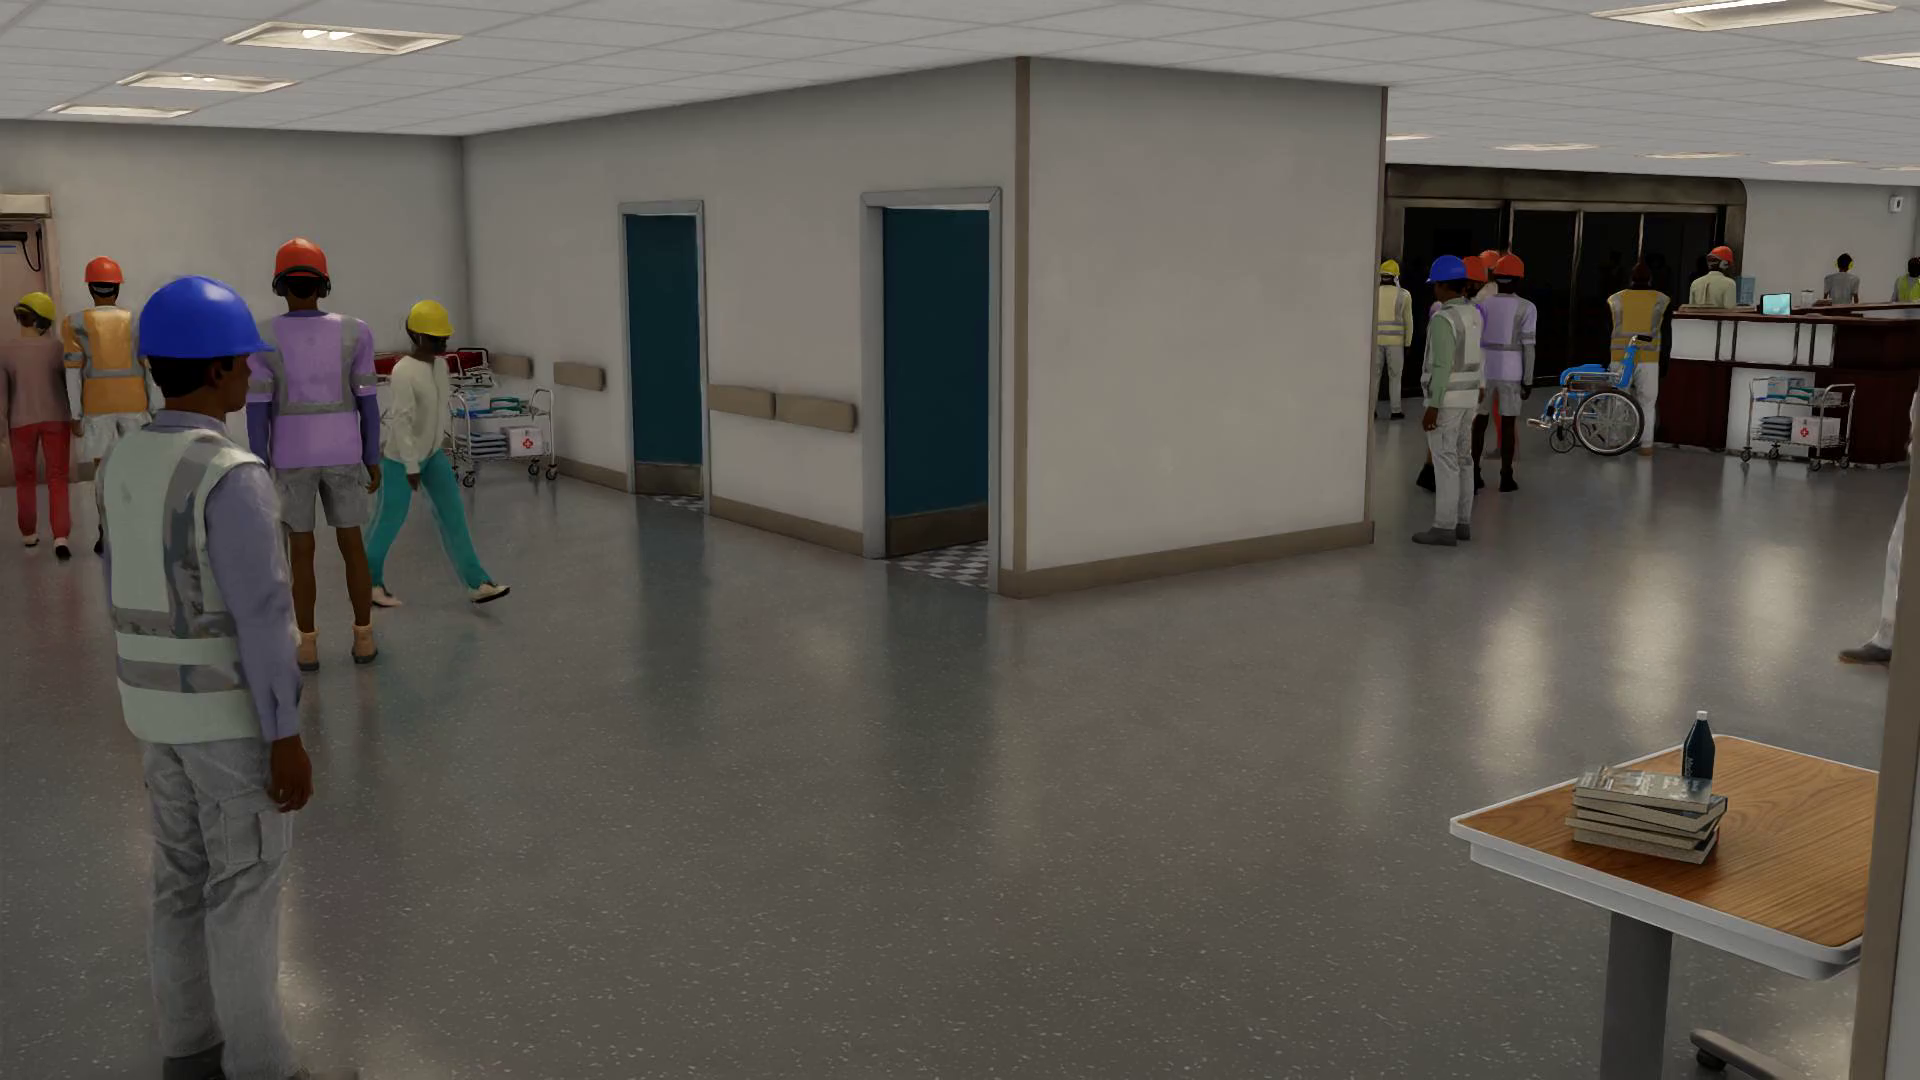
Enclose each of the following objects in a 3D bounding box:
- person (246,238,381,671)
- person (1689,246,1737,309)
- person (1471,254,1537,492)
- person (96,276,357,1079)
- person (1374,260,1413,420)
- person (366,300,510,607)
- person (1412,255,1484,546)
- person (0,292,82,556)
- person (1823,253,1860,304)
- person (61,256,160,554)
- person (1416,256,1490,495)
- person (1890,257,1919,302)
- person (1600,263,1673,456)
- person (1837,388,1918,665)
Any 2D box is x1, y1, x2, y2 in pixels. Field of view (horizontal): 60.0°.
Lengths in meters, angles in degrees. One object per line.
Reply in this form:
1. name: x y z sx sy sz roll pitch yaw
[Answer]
1. person: -3.070 -0.399 7.910 0.605 2.045 0.379 -6 12 -30
2. person: 8.616 -2.353 19.018 0.394 1.985 0.608 -5 11 -26
3. person: 4.416 -1.354 13.593 0.545 1.933 0.385 6 12 30
4. person: -1.693 0.383 3.813 0.614 1.941 0.411 8 13 37
5. person: 4.894 -2.284 19.062 0.590 1.833 0.404 5 11 26
6. person: -2.940 -0.451 9.119 0.944 1.711 0.553 3 11 16
7. person: 3.278 -0.934 11.182 0.407 1.942 0.615 8 13 38
8. person: -6.024 -0.758 10.873 0.520 1.707 0.891 -4 11 -24
9. person: 13.341 -3.403 25.227 0.528 1.871 0.323 6 12 31
10. person: -5.526 -0.874 10.870 0.552 1.937 0.356 -6 12 -32
11. person: 3.993 -1.311 13.368 0.400 1.918 0.573 -5 11 -27
12. person: 15.042 -3.549 26.237 0.848 1.815 0.632 -8 13 -37
13. person: 6.451 -1.718 15.905 0.633 1.836 0.429 4 11 23
14. person: 4.692 -0.276 7.766 0.836 1.858 0.585 3 11 16
